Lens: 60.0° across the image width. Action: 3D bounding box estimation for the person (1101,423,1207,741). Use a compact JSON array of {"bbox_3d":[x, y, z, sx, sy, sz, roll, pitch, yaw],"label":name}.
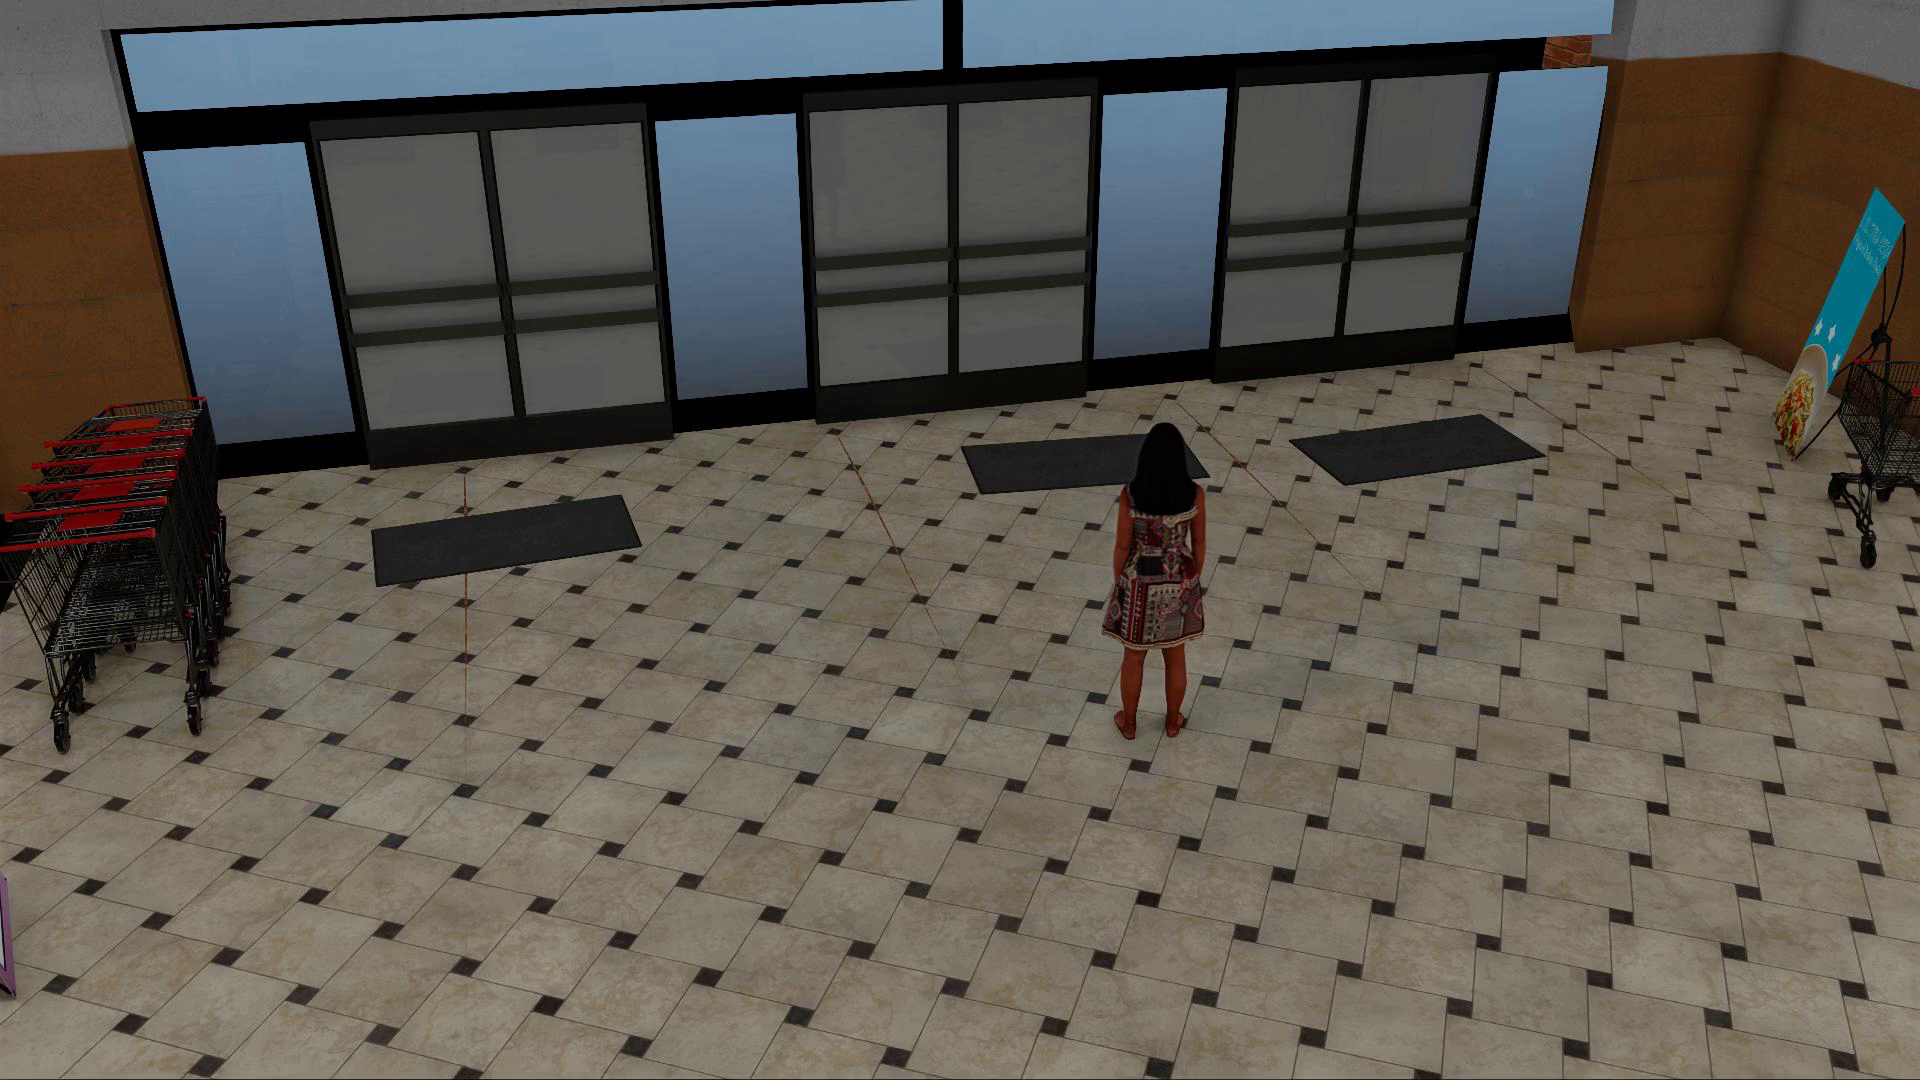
[{"bbox_3d":[0.932,0.207,7.879,0.692,1.645,0.600,-1,27,-3],"label":"person"}]
